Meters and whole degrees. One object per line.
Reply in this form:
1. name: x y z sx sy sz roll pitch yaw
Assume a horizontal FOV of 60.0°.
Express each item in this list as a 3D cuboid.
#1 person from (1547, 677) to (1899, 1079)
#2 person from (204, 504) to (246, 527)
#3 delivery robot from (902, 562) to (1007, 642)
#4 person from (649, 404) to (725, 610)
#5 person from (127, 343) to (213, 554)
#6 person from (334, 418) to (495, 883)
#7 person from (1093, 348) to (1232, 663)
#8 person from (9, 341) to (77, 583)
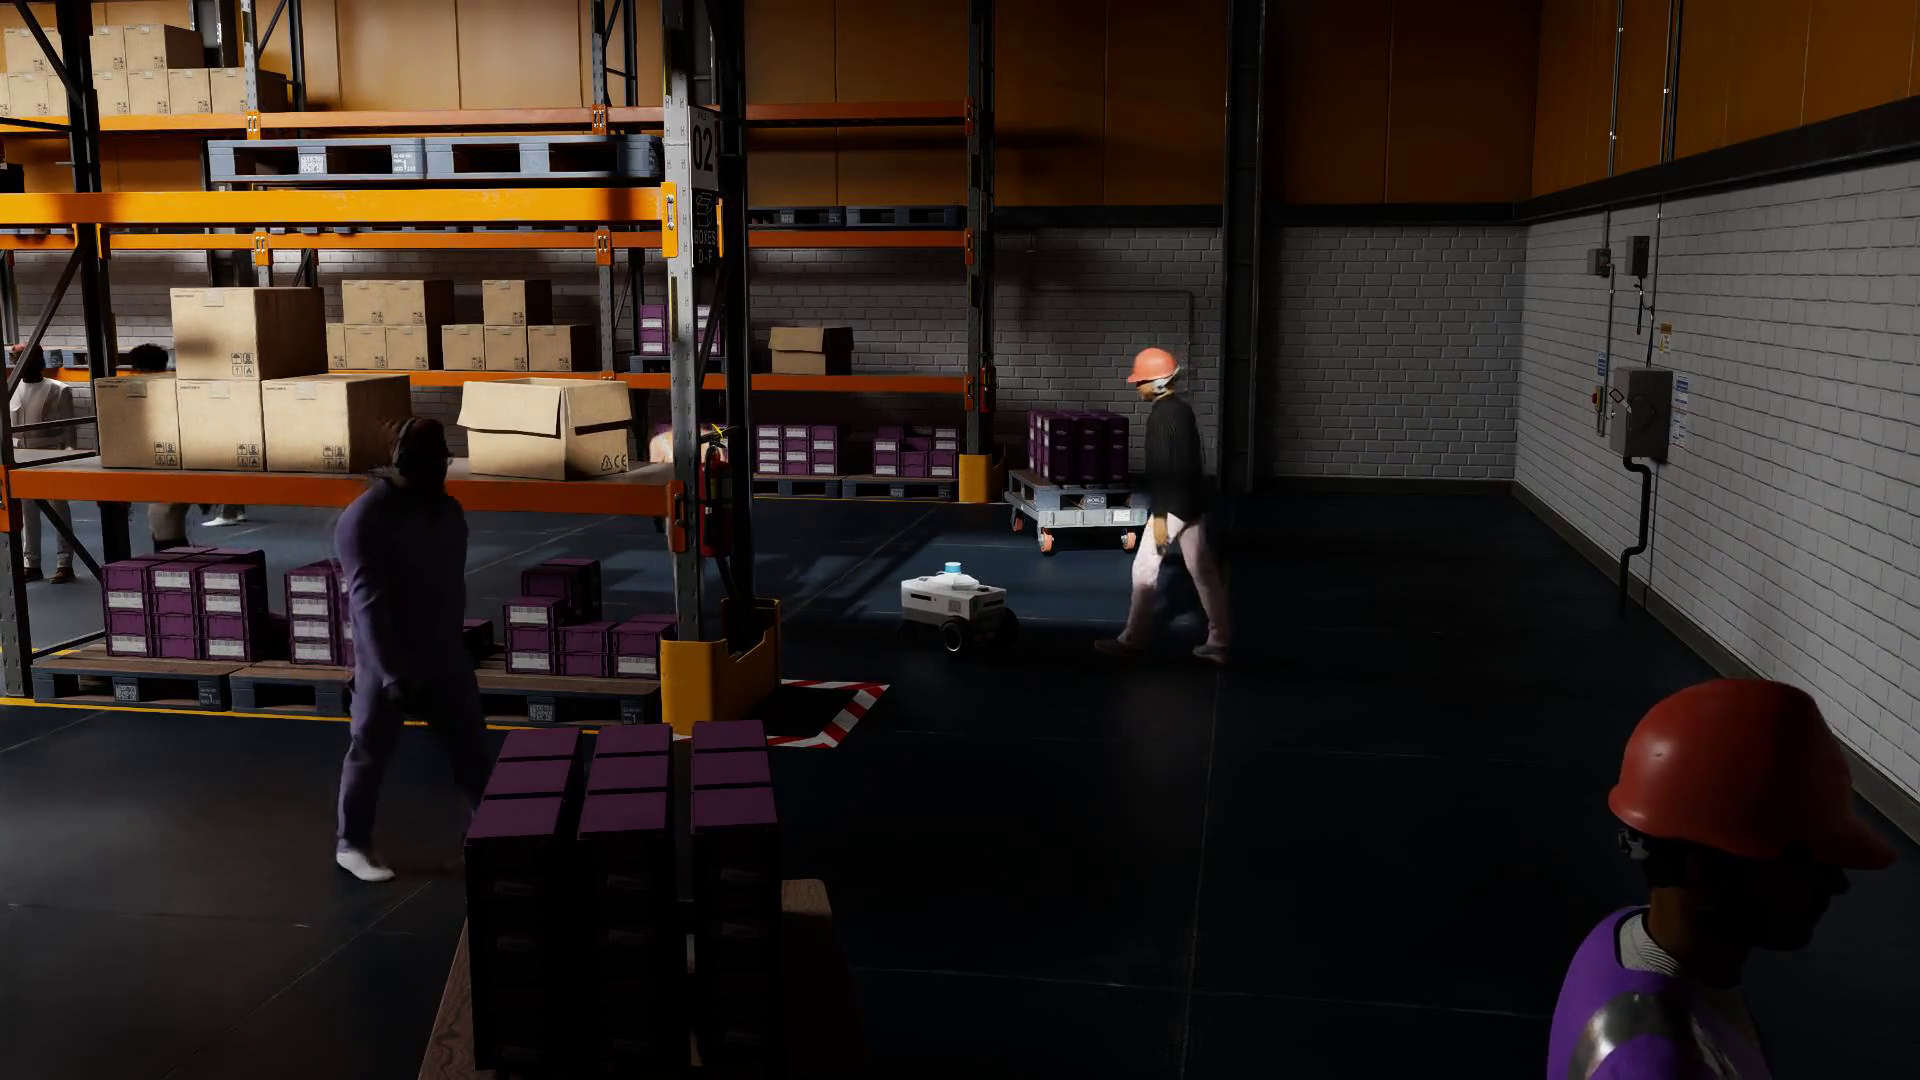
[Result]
1. person: 0.898 1.115 2.086 0.364 1.935 0.553 3 10 19
2. person: -7.052 -1.087 15.785 0.385 1.923 0.594 -1 9 -5
3. delivery robot: -0.045 0.385 10.600 0.707 0.478 0.477 9 13 43
4. person: -1.822 -0.189 11.234 0.525 1.594 0.856 -3 10 -18
5. person: -5.456 -0.345 11.187 0.957 1.921 0.611 1 9 9
6. person: -2.070 0.459 6.425 1.013 1.851 0.647 5 10 29
7. person: 1.274 -0.199 10.212 0.817 1.943 0.681 5 10 26
8. person: -7.135 -0.599 12.877 0.573 1.887 0.355 0 9 1
